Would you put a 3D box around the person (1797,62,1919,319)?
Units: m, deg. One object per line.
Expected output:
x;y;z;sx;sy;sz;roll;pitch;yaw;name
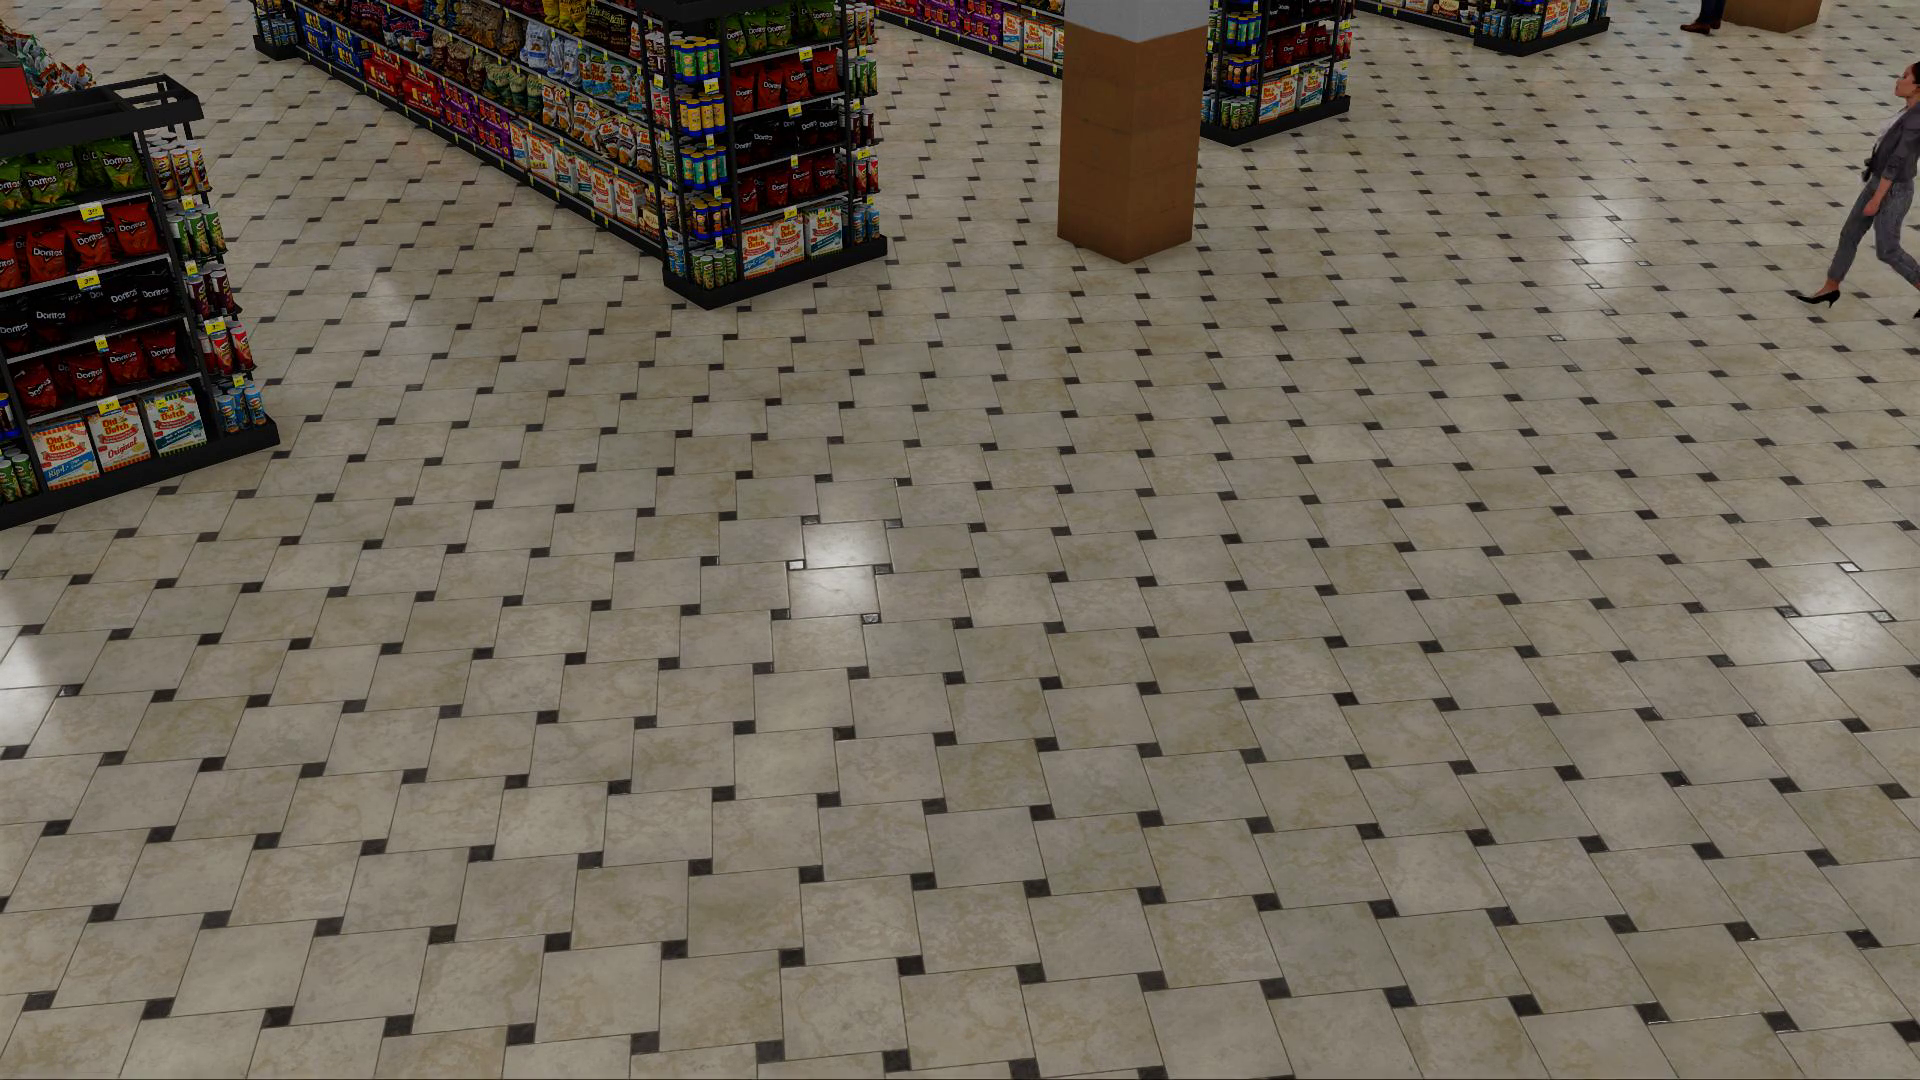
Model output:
5.955;-2.149;10.514;1.143;1.647;0.927;12;34;19;person

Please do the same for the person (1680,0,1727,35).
7.585;-6.009;16.544;0.698;1.829;0.545;-26;40;-35;person
